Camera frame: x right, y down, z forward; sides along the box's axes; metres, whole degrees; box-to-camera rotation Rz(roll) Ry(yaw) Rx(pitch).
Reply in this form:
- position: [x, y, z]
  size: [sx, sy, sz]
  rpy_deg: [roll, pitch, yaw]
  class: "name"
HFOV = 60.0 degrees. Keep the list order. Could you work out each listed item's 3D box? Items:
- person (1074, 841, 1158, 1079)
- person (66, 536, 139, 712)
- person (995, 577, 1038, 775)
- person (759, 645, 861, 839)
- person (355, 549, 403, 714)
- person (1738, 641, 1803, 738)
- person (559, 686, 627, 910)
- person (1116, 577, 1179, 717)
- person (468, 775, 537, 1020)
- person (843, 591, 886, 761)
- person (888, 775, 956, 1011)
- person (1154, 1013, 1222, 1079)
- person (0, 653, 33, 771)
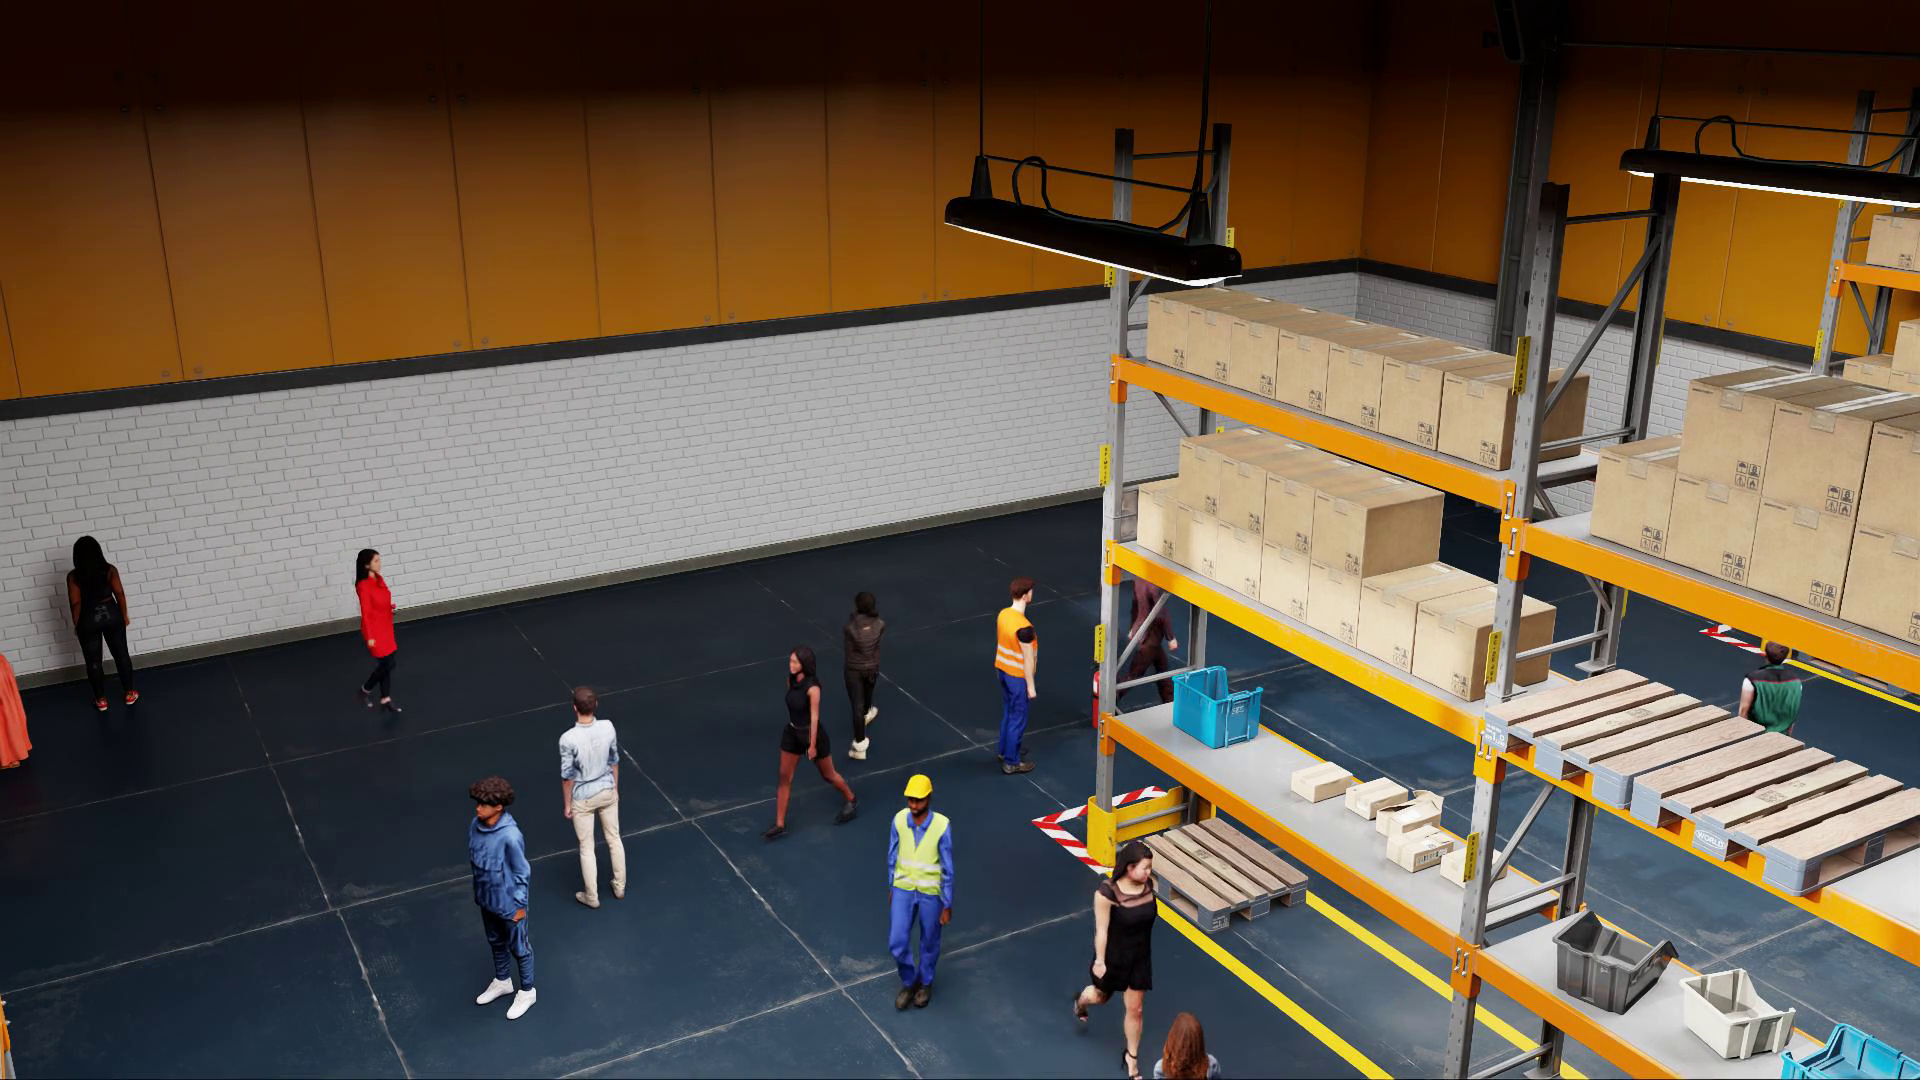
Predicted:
- position: [1.021, 2.775, 11.165]
  size: [0.651, 1.679, 1.008]
  rpy_deg: [-9, 21, -26]
  class: "person"
- position: [-8.664, 0.820, 16.758]
  size: [0.663, 1.816, 0.597]
  rpy_deg: [-11, 22, -30]
  class: "person"
- position: [0.512, 1.253, 15.381]
  size: [0.775, 1.874, 0.624]
  rpy_deg: [-8, 20, -23]
  class: "person"
- position: [-1.233, 1.716, 14.287]
  size: [0.838, 1.694, 1.189]
  rpy_deg: [-16, 25, -40]
  class: "person"
- position: [-5.881, 0.922, 16.572]
  size: [0.845, 1.740, 0.788]
  rpy_deg: [1, 19, 3]
  class: "person"
- position: [6.840, 1.682, 14.159]
  size: [0.720, 1.840, 0.737]
  rpy_deg: [1, 19, 3]
  class: "person"
- position: [-2.899, 2.021, 13.143]
  size: [0.662, 1.847, 0.573]
  rpy_deg: [-12, 22, -32]
  class: "person"
- position: [1.770, 0.961, 16.331]
  size: [1.002, 1.820, 1.292]
  rpy_deg: [-5, 19, -14]
  class: "person"
- position: [-3.247, 2.499, 11.782]
  size: [0.669, 1.810, 0.819]
  rpy_deg: [12, 22, 32]
  class: "person"
- position: [-0.995, 1.207, 15.876]
  size: [1.151, 1.645, 0.781]
  rpy_deg: [-10, 21, -27]
  class: "person"
- position: [-0.254, 2.466, 11.889]
  size: [0.806, 1.804, 0.866]
  rpy_deg: [5, 19, 14]
  class: "person"
- position: [1.290, 3.397, 9.638]
  size: [0.630, 1.475, 0.601]
  rpy_deg: [-3, 19, -10]
  class: "person"
- position: [-8.994, 1.264, 15.456]
  size: [0.757, 1.805, 0.631]
  rpy_deg: [-4, 19, -12]
  class: "person"
